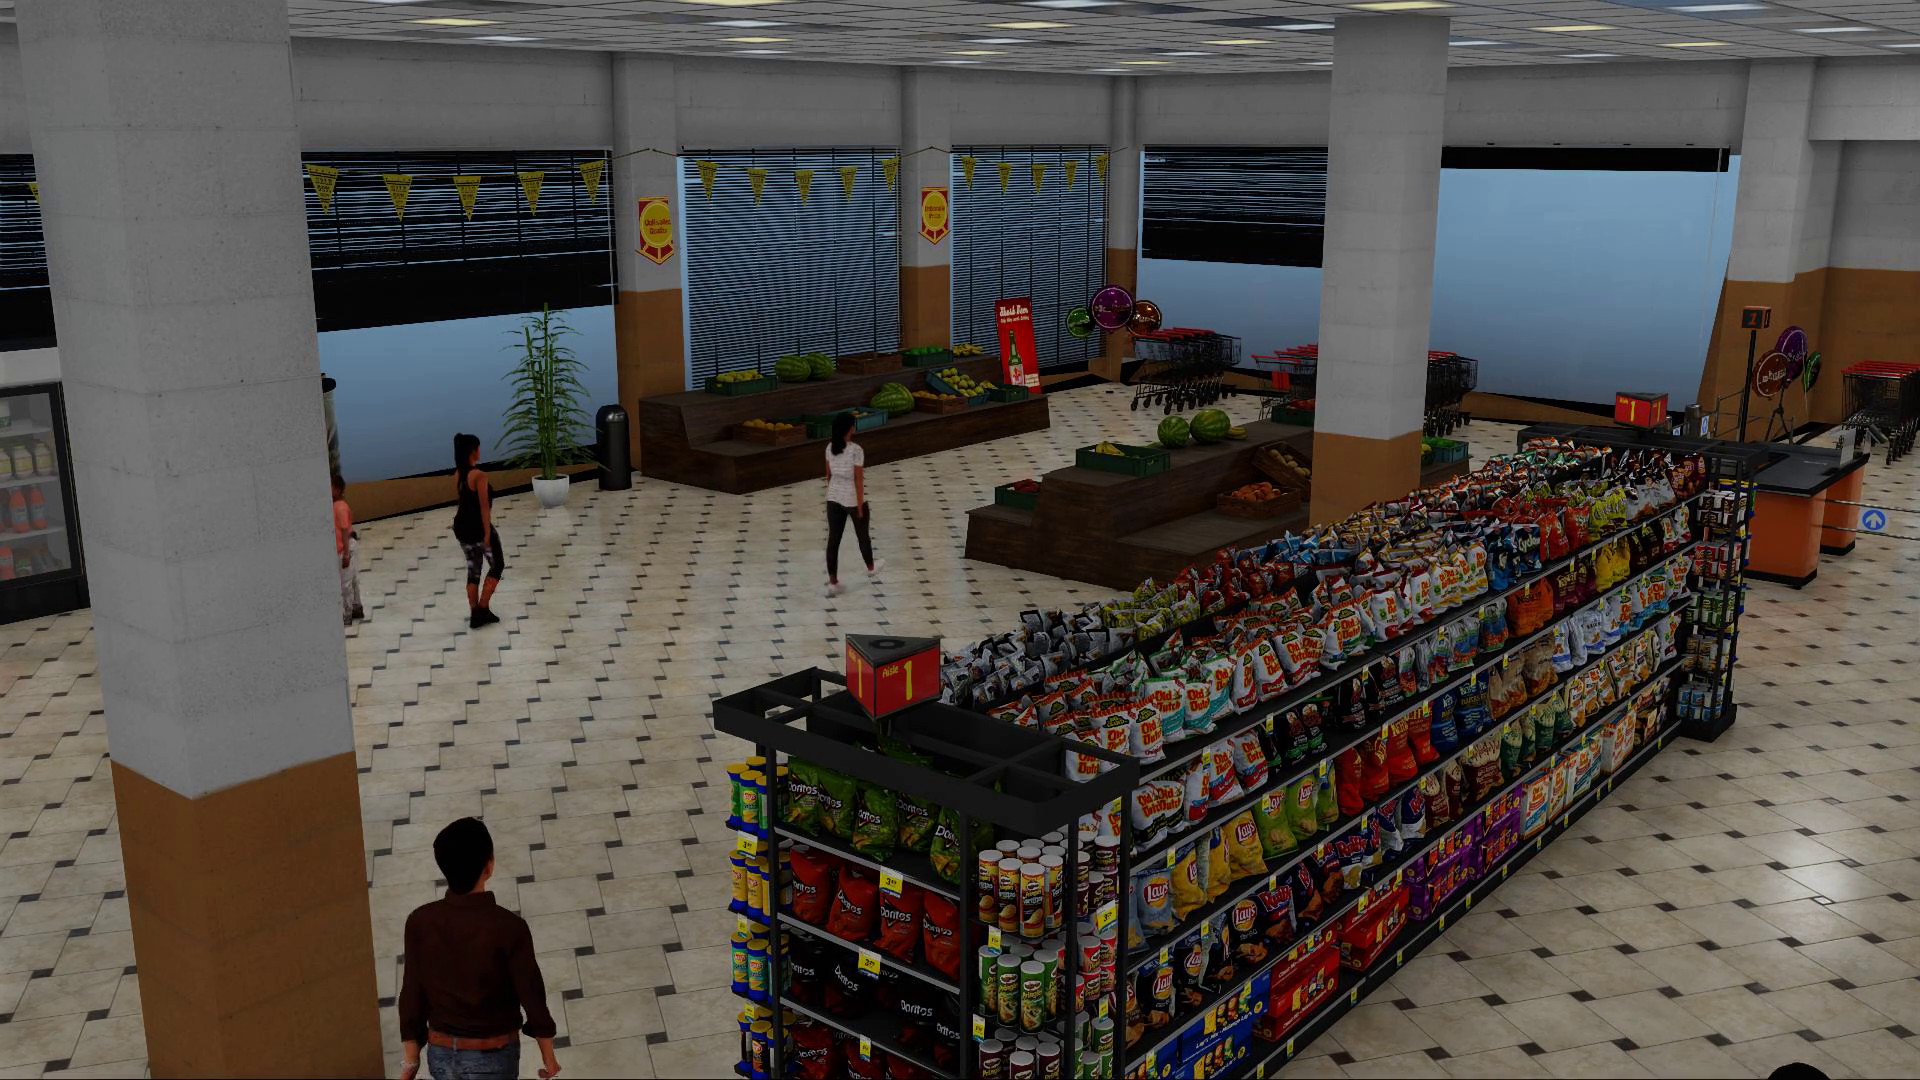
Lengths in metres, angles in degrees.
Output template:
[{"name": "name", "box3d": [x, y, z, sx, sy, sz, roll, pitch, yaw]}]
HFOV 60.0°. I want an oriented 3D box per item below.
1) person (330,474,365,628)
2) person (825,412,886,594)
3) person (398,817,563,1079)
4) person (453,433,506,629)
[{"name": "person", "box3d": [-5.194, 0.073, 14.059, 0.629, 1.303, 0.532, -9, 16, -32]}, {"name": "person", "box3d": [-1.080, -0.311, 14.990, 0.744, 1.608, 1.077, 7, 15, 27]}, {"name": "person", "box3d": [-1.708, 1.867, 5.747, 1.031, 1.734, 1.266, 3, 14, 12]}, {"name": "person", "box3d": [-4.115, -0.065, 13.885, 0.608, 1.652, 0.590, 9, 16, 33]}]
